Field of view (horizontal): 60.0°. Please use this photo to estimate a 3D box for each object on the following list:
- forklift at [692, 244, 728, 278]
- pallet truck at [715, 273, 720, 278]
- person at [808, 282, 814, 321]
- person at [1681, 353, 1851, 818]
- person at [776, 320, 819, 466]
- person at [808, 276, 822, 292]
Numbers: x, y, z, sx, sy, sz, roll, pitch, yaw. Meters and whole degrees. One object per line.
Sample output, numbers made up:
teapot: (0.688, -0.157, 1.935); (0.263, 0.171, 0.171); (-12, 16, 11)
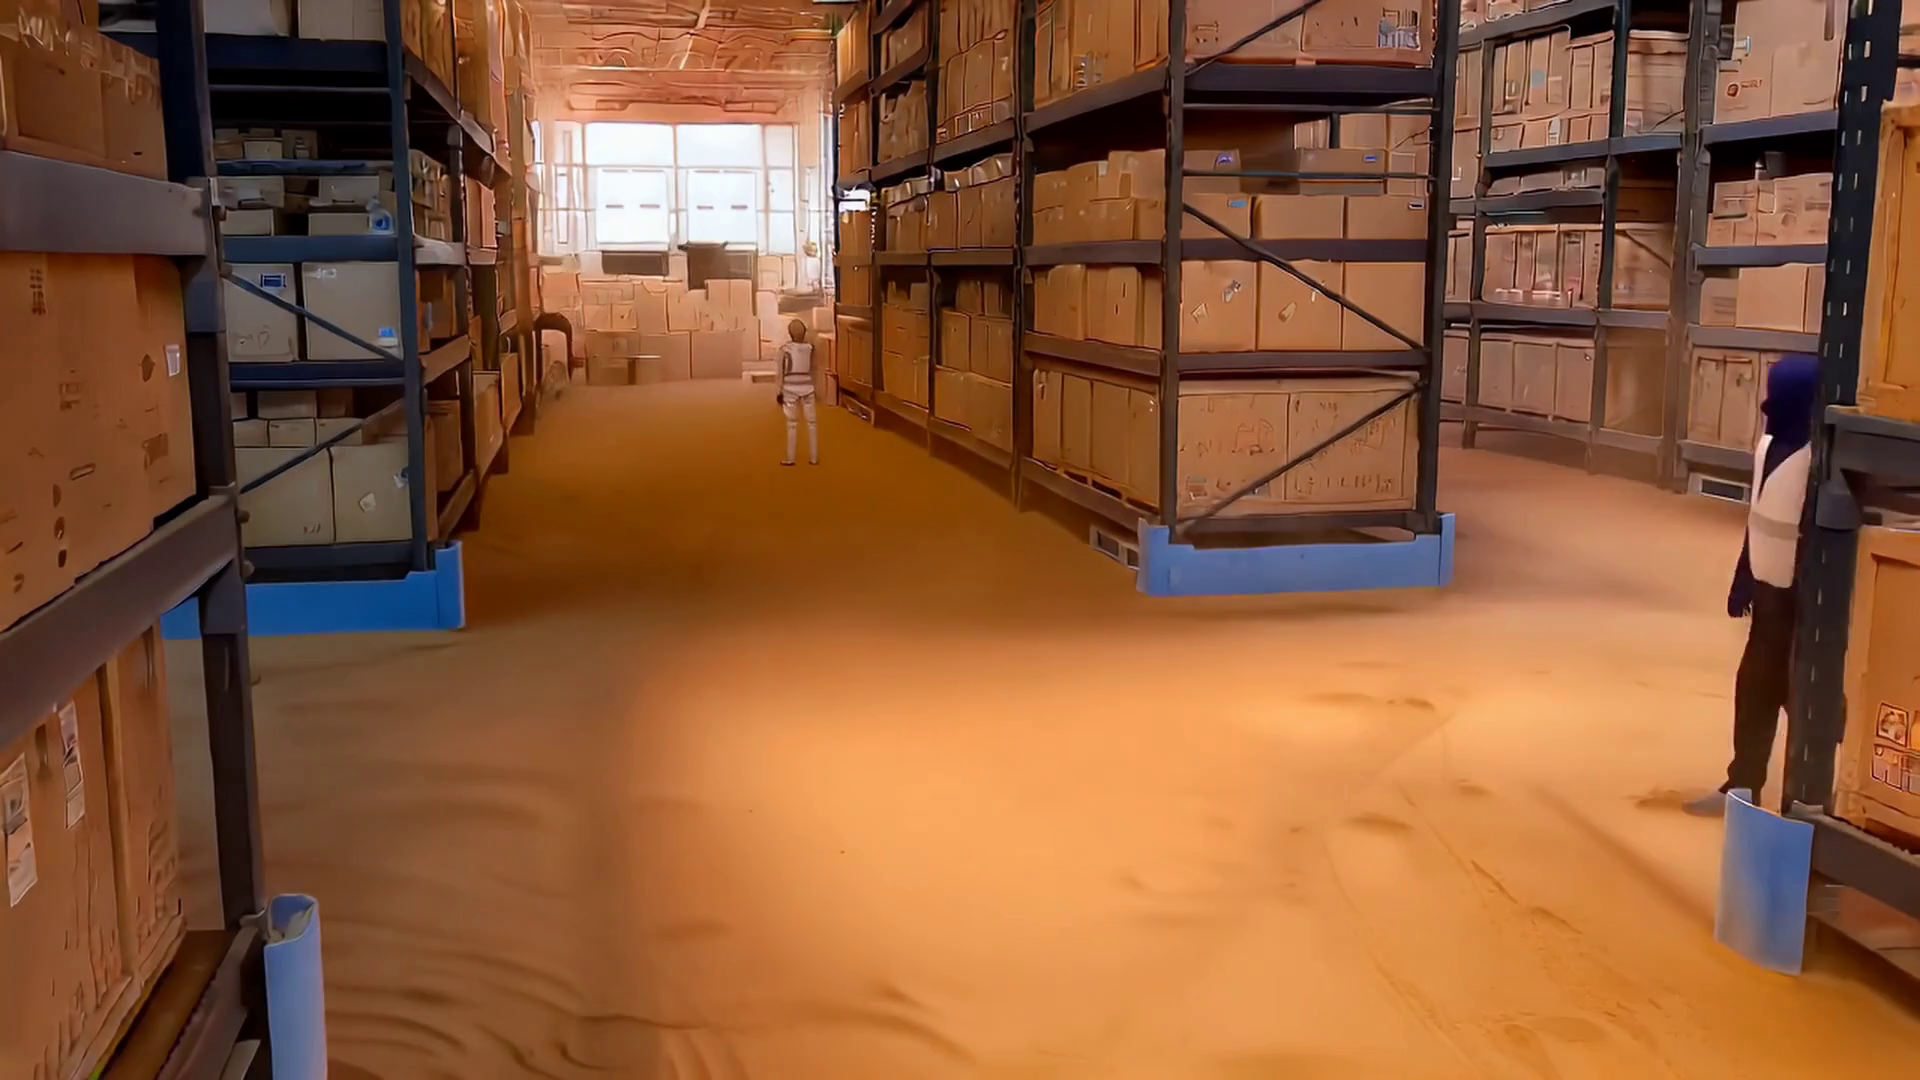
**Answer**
forklift: (-6.687, -6.532, 44.641); (1.129, 2.768, 1.873); (1, 9, 8)
pallet truck: (-8.580, -8.986, 62.280); (1.885, 1.965, 0.823); (1, 9, 5)
person: (-6.042, -9.657, 67.467); (0.310, 1.636, 0.523); (1, 9, 5)
person: (3.386, 0.194, 6.662); (0.817, 1.893, 0.598); (1, 9, 5)
person: (-1.808, -1.638, 18.630); (0.507, 1.630, 0.316); (-5, 11, -28)
person: (-5.341, -8.838, 61.731); (0.574, 1.881, 0.357); (2, 10, 12)
